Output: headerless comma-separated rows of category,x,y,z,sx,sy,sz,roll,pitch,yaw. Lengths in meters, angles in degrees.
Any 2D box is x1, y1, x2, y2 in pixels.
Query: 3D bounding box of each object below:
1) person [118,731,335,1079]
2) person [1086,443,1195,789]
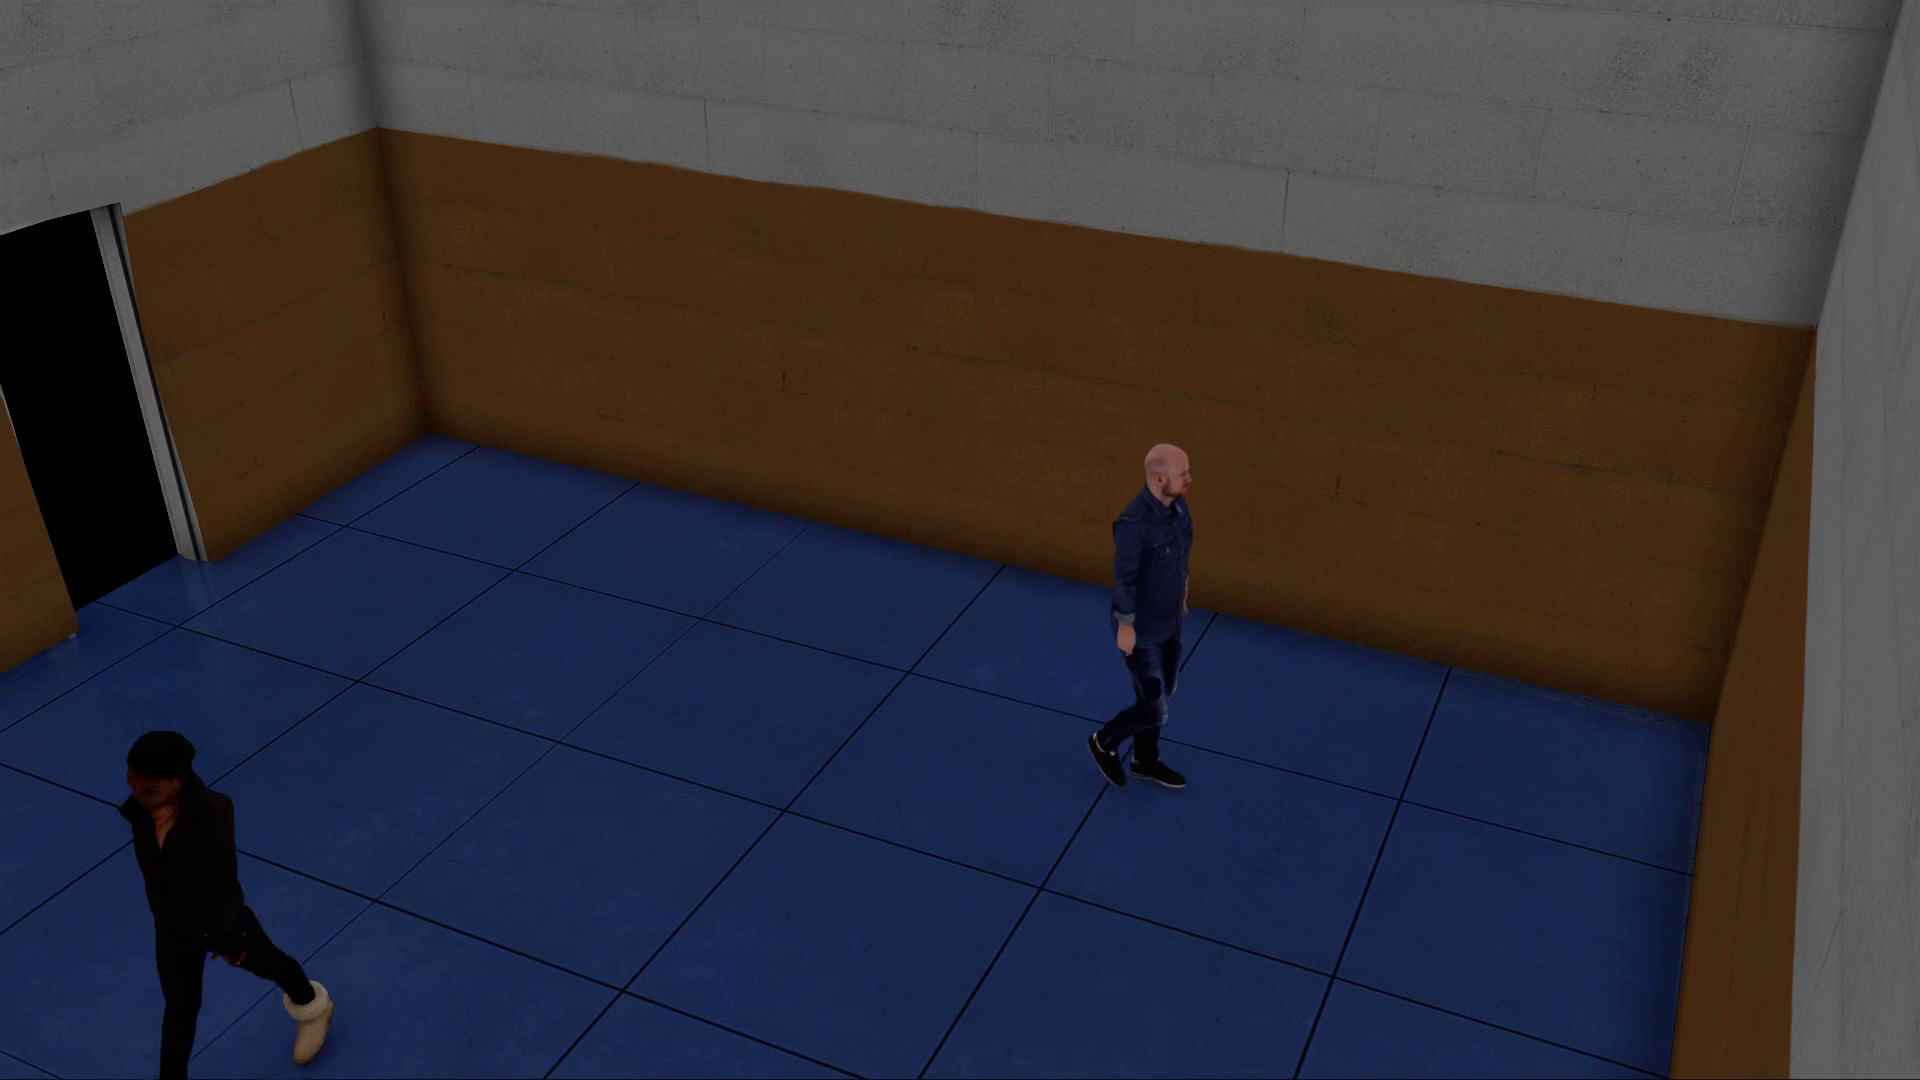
person,-2.784,1.461,5.982,0.817,1.651,1.082,-23,36,-36
person,0.832,0.382,7.786,0.728,1.815,0.760,16,32,26
